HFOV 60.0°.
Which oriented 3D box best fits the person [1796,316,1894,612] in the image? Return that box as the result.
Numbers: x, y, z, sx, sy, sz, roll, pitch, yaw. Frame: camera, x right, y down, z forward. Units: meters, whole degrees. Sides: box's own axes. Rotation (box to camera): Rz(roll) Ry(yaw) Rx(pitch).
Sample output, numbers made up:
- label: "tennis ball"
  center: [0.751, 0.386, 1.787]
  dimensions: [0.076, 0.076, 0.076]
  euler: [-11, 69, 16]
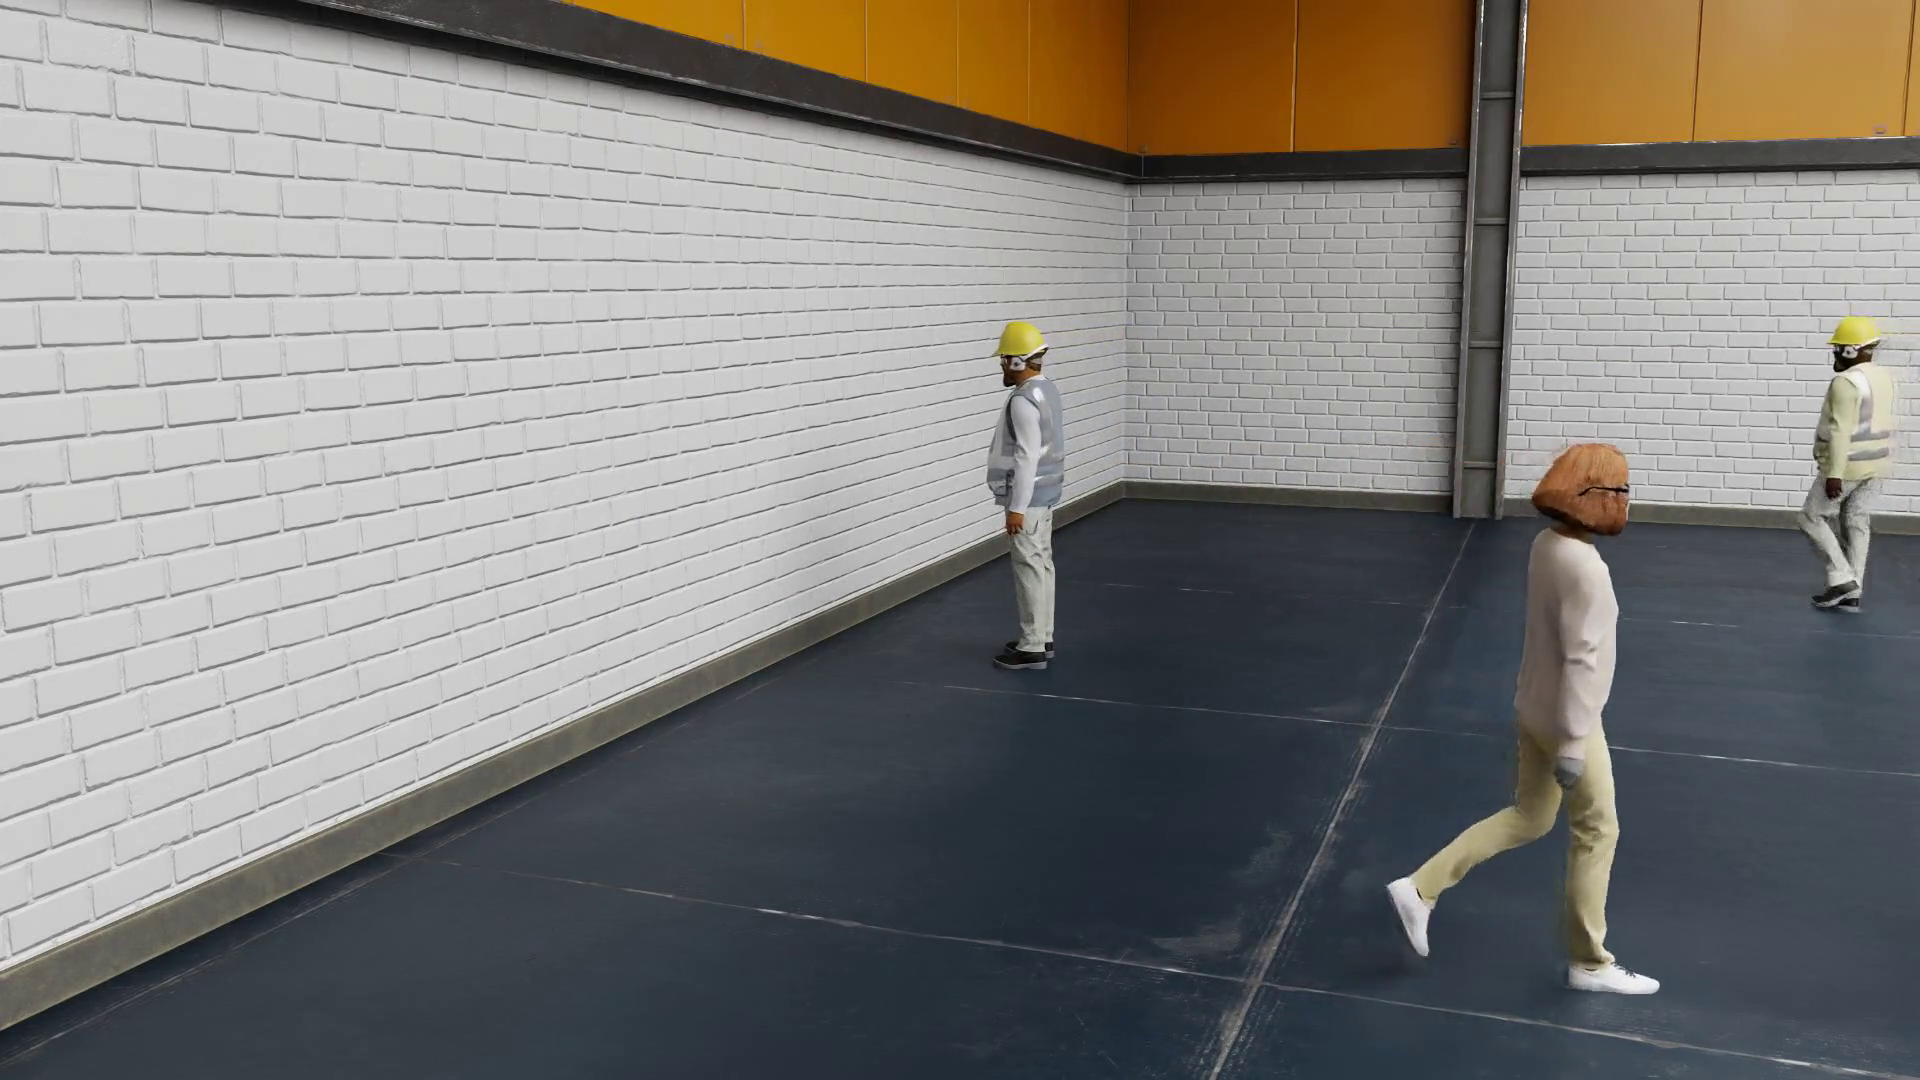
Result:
- label: "person"
  center: [5.432, -0.453, 10.188]
  dimensions: [0.623, 1.818, 0.430]
  euler: [-7, 11, -36]

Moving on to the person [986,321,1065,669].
- label: "person"
  center: [0.343, -0.235, 8.793]
  dimensions: [0.403, 1.827, 0.601]
  euler: [2, 9, 15]

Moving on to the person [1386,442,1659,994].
- label: "person"
  center: [1.644, 0.514, 4.770]
  dimensions: [0.720, 1.608, 0.529]
  euler: [1, 9, 5]
